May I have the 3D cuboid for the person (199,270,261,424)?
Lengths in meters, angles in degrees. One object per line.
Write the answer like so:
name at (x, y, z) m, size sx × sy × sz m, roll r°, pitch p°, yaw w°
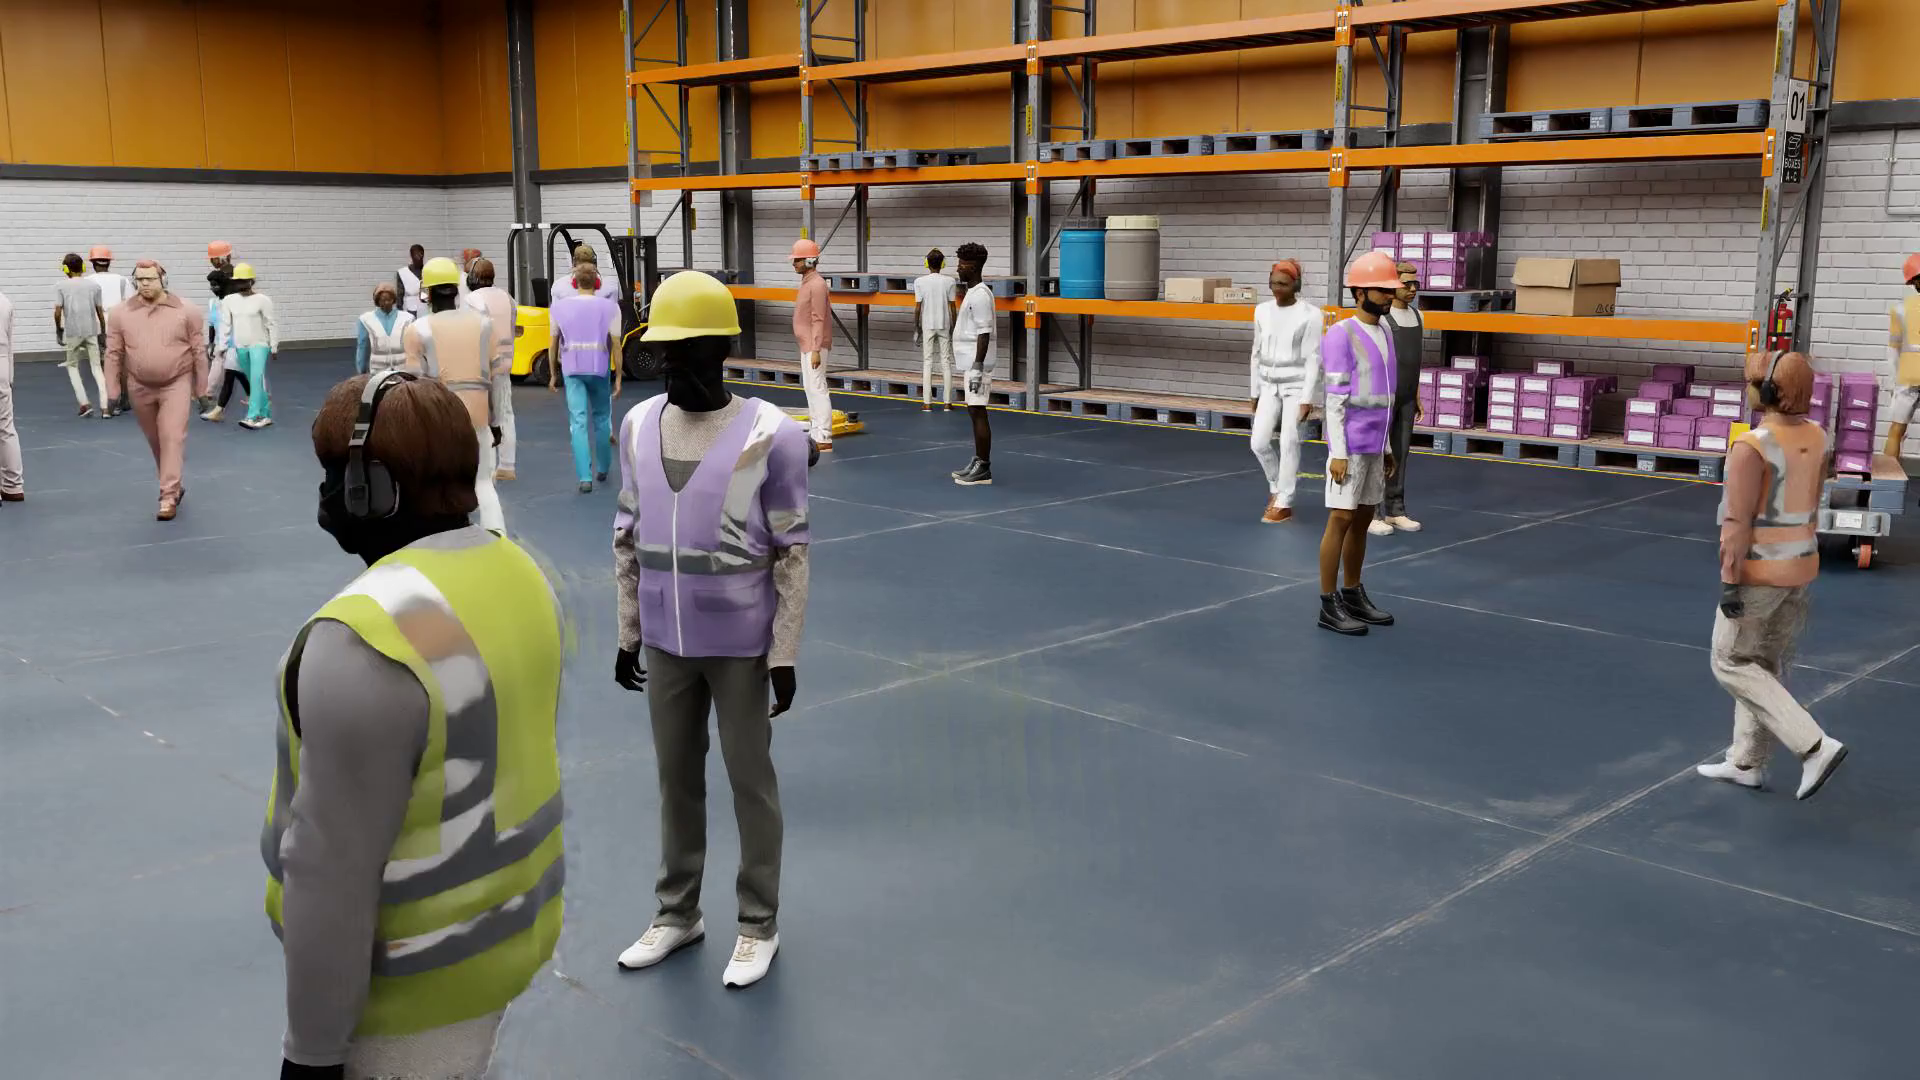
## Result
person at (-7.879, -2.069, 17.887) m, size 0.538 × 1.634 × 0.849 m, roll 7°, pitch 12°, yaw 33°

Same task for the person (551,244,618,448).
person at (-3.557, -1.845, 15.882) m, size 0.636 × 1.938 × 0.358 m, roll -1°, pitch 10°, yaw -8°

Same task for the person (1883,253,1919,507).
person at (7.165, -1.172, 12.382) m, size 0.428 × 1.891 × 0.651 m, roll -8°, pitch 13°, yaw -36°

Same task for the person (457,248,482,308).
person at (-5.974, -2.600, 20.193) m, size 0.620 × 1.864 × 0.580 m, roll 0°, pitch 10°, yaw 1°

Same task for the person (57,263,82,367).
person at (-13.610, -3.555, 25.803) m, size 0.758 × 1.719 × 0.487 m, roll -9°, pitch 14°, yaw -42°

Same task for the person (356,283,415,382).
person at (-5.138, -1.517, 15.043) m, size 0.575 × 1.588 × 0.890 m, roll -5°, pitch 11°, yaw -23°

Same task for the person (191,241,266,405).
person at (-8.769, -2.567, 19.799) m, size 1.016 × 1.937 × 0.657 m, roll 0°, pitch 10°, yaw 1°

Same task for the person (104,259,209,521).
person at (-5.851, -1.112, 12.128) m, size 0.662 × 1.860 × 1.008 m, roll -2°, pitch 11°, yaw -11°

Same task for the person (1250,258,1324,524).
person at (2.283, -1.034, 11.671) m, size 0.582 × 1.867 × 0.419 m, roll 10°, pitch 14°, yaw 43°

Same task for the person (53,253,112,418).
person at (-9.664, -2.232, 18.337) m, size 0.501 × 1.843 × 0.603 m, roll -10°, pitch 14°, yaw -43°

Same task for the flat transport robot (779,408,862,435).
flat transport robot at (-1.785, -1.234, 17.103) m, size 1.431 × 0.197 × 0.652 m, roll 5°, pitch 12°, yaw 26°

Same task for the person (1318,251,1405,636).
person at (2.066, -0.493, 8.508) m, size 0.362 × 1.939 × 0.542 m, roll 10°, pitch 14°, yaw 42°

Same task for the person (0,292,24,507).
person at (-7.339, -1.194, 12.423) m, size 0.402 × 1.906 × 0.652 m, roll 1°, pitch 10°, yaw 5°

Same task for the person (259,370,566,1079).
person at (-0.779, 0.652, 2.577) m, size 0.712 × 1.826 × 0.634 m, roll 1°, pitch 10°, yaw 6°

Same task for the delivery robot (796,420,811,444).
delivery robot at (-1.653, -0.929, 14.410) m, size 0.707 × 0.478 × 0.477 m, roll 6°, pitch 12°, yaw 27°

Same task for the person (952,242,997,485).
person at (0.117, -1.436, 13.574) m, size 0.361 × 1.964 × 0.614 m, roll -1°, pitch 10°, yaw -3°

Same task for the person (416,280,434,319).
person at (-5.027, -1.708, 15.968) m, size 0.508 × 1.632 × 0.265 m, roll 6°, pitch 12°, yaw 29°

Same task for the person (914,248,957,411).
person at (-0.278, -2.411, 19.158) m, size 0.508 × 1.872 × 0.329 m, roll -1°, pitch 10°, yaw -5°

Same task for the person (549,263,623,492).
person at (-3.008, -1.321, 13.397) m, size 0.596 × 1.793 × 0.948 m, roll -2°, pitch 11°, yaw -11°

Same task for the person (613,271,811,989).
person at (-0.687, 0.248, 4.497) m, size 0.585 × 1.929 × 0.371 m, roll 4°, pitch 11°, yaw 23°

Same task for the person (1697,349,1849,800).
person at (2.924, 0.142, 5.897) m, size 0.514 × 1.630 × 0.537 m, roll -7°, pitch 12°, yaw -32°

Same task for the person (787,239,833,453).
person at (-1.398, -1.805, 15.542) m, size 0.408 × 1.985 × 0.618 m, roll -3°, pitch 11°, yaw -17°

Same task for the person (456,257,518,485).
person at (-3.866, -1.365, 13.533) m, size 0.430 × 1.845 × 0.619 m, roll 4°, pitch 11°, yaw 22°

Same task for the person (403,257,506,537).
person at (-2.968, -0.720, 9.866) m, size 0.596 × 1.901 × 0.794 m, roll -7°, pitch 12°, yaw -34°

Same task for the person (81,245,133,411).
person at (-9.648, -2.369, 18.816) m, size 0.550 × 1.913 × 0.577 m, roll 9°, pitch 14°, yaw 41°

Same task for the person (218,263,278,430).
person at (-7.436, -1.999, 17.314) m, size 0.531 × 1.726 × 0.891 m, roll 2°, pitch 11°, yaw 9°

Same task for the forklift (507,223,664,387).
forklift at (-5.316, -3.263, 22.920) m, size 2.313 × 2.155 × 1.214 m, roll -10°, pitch 14°, yaw -44°

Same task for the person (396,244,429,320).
person at (-7.625, -3.213, 23.456) m, size 0.595 × 1.902 × 0.668 m, roll -6°, pitch 12°, yaw -29°

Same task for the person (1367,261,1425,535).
person at (2.958, -0.959, 11.308) m, size 0.508 × 1.846 × 0.341 m, roll -7°, pitch 13°, yaw -34°
